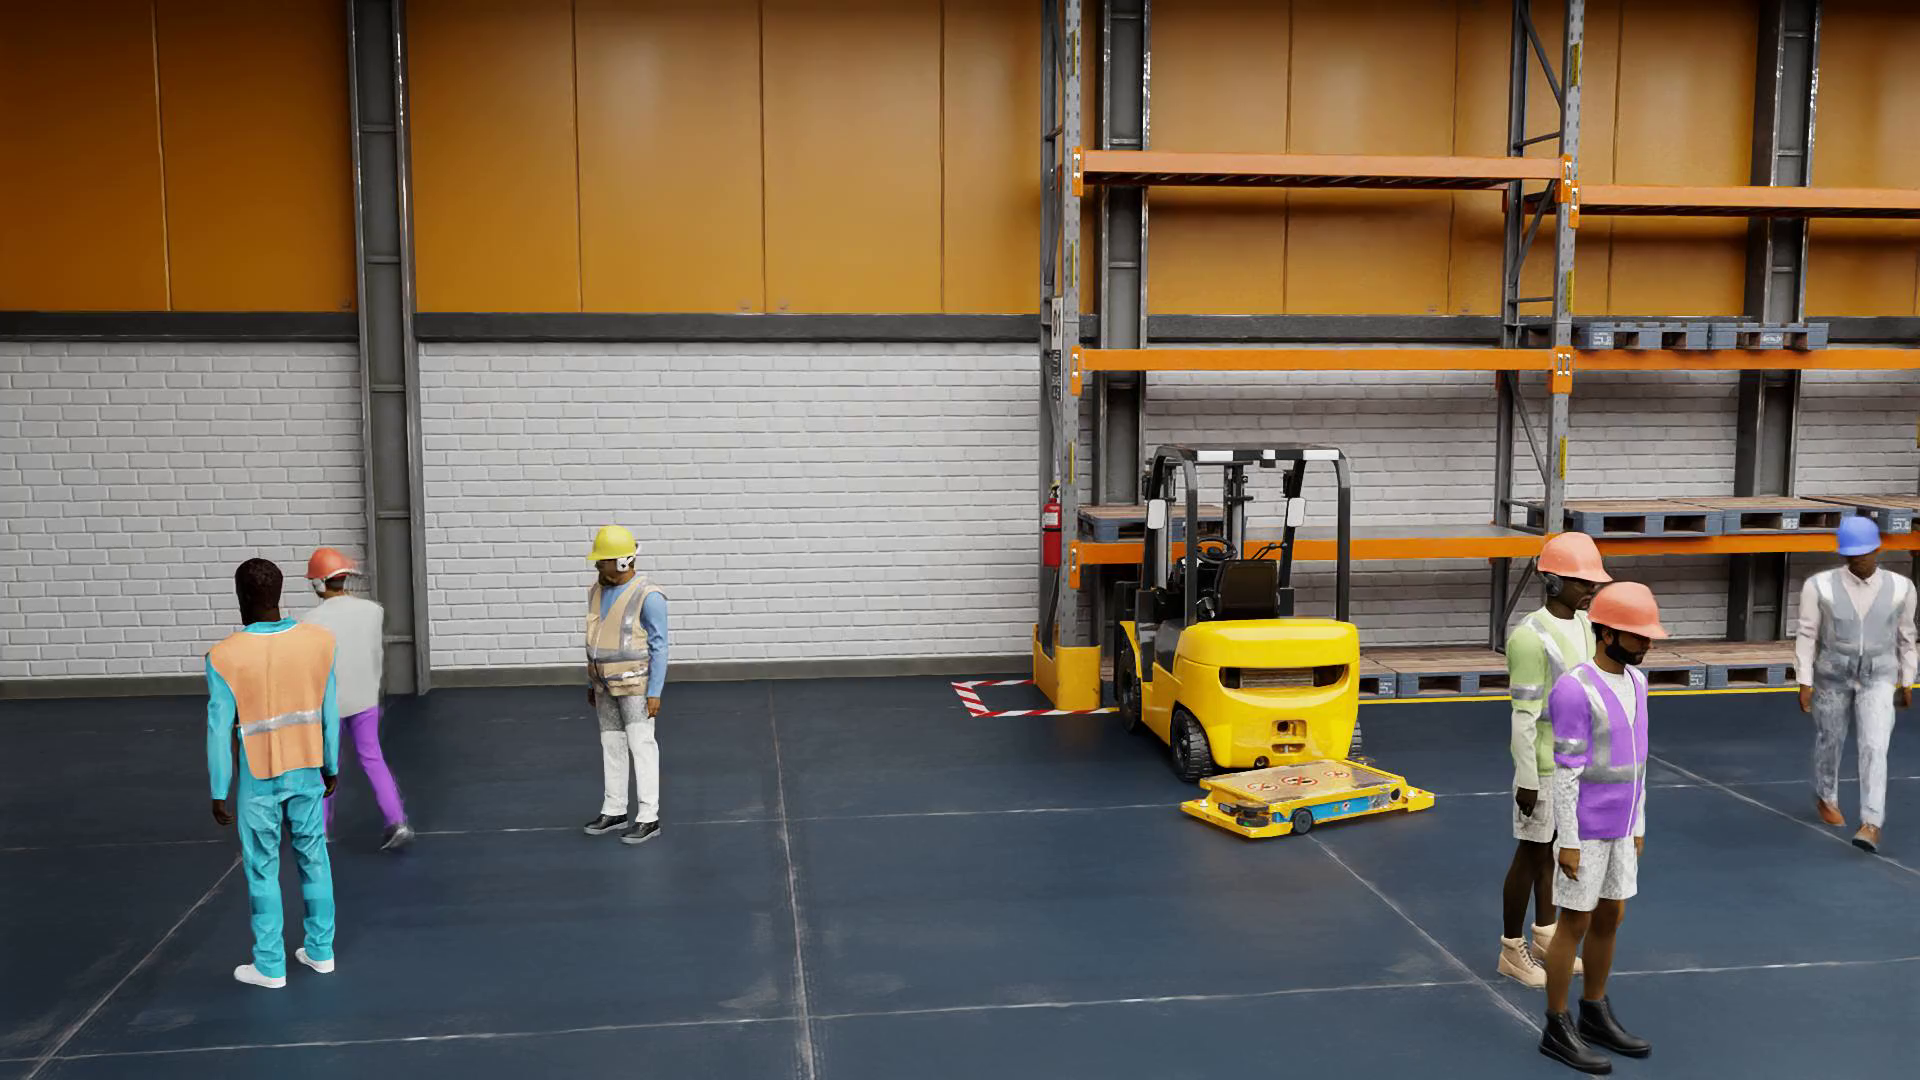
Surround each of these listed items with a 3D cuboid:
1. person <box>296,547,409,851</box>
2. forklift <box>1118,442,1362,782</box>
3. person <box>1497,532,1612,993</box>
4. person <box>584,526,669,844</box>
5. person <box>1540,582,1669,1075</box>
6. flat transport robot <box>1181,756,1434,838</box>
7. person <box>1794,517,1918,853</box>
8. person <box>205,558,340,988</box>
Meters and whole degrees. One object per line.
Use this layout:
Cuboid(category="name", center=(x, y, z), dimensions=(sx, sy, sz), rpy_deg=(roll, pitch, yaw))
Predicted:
Cuboid(category="person", center=(-3.452, 0.896, 9.387), dimensions=(0.838, 1.719, 0.564), rpy_deg=(6, 9, 41))
Cuboid(category="forklift", center=(1.912, 0.418, 11.496), dimensions=(1.214, 2.155, 2.313), rpy_deg=(-1, 7, -8))
Cuboid(category="person", center=(2.648, 0.974, 7.355), dimensions=(0.601, 2.036, 0.404), rpy_deg=(-6, 9, -44))
Cuboid(category="person", center=(-1.943, 0.821, 9.557), dimensions=(0.600, 1.825, 0.403), rpy_deg=(5, 8, 37))
Cuboid(category="person", center=(2.551, 1.117, 6.557), dimensions=(0.549, 1.926, 0.388), rpy_deg=(-5, 8, -36))
Cuboid(category="flat transport robot", center=(2.108, 1.536, 10.048), dimensions=(1.431, 0.197, 0.652), rpy_deg=(-4, 7, -29))
Cuboid(category="person", center=(5.116, 0.796, 9.506), dimensions=(0.644, 1.881, 1.024), rpy_deg=(3, 7, 21))
Cuboid(category="person", center=(-3.027, 1.030, 7.379), dimensions=(0.401, 1.908, 0.598), rpy_deg=(6, 9, 40))
